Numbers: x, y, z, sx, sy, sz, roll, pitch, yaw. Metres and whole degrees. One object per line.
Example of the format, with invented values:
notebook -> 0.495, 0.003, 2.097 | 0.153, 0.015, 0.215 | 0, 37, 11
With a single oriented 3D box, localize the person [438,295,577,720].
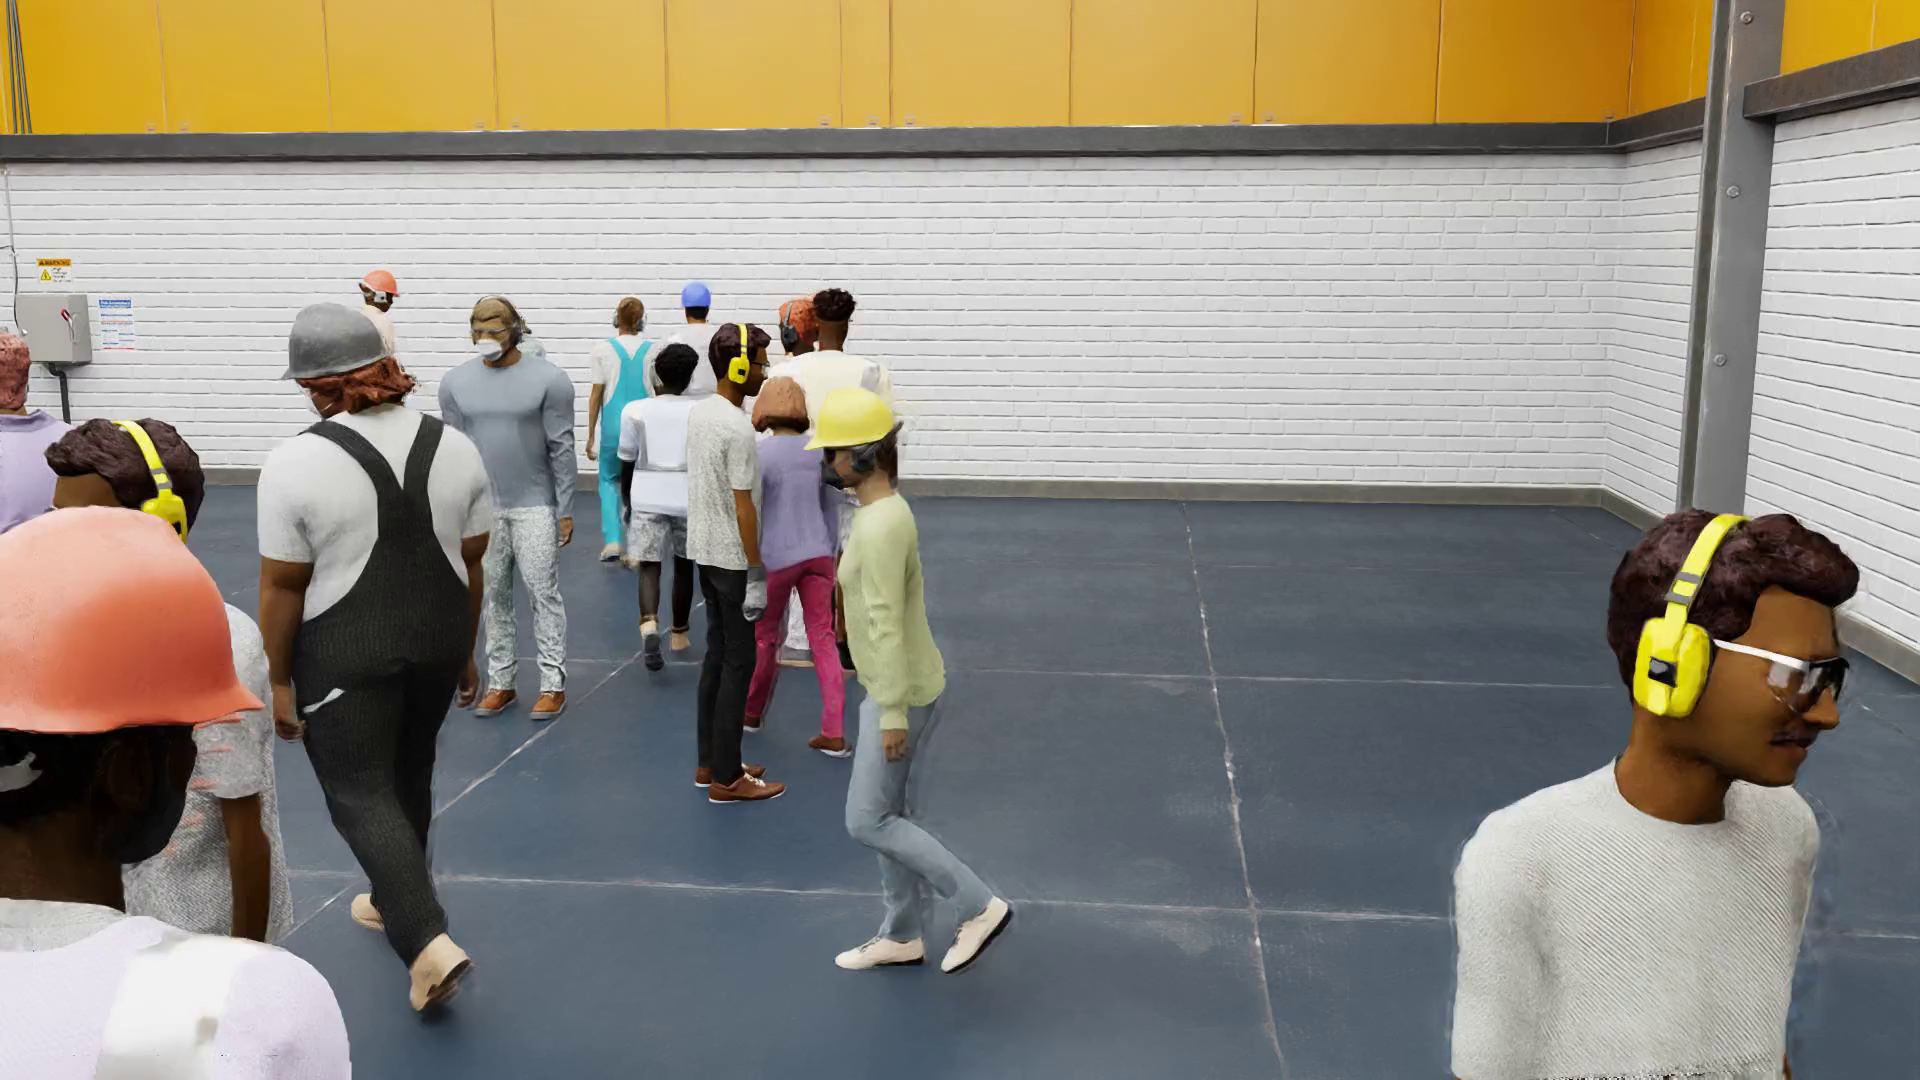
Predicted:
person -> -2.050, -0.141, 7.561 | 0.636, 1.928, 0.387 | 1, 10, 6

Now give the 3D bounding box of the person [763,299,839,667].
person -> -0.788, -0.291, 8.543 | 0.357, 1.880, 0.574 | 8, 12, 37

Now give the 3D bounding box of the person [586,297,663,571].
person -> -2.213, -0.696, 11.062 | 0.564, 1.812, 0.417 | -4, 11, -21

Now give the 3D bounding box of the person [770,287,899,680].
person -> -0.627, -0.271, 8.283 | 0.660, 1.952, 0.402 | -1, 10, -5

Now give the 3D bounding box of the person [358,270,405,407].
person -> -4.545, -1.097, 12.899 | 0.527, 1.966, 0.670 | -9, 14, -43

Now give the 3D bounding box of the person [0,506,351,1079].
person -> -0.775, 0.933, 1.441 | 0.553, 1.915, 0.670 | 2, 10, 14

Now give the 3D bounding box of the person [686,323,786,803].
person -> -0.873, 0.094, 6.416 | 0.345, 1.855, 0.534 | -6, 11, -30

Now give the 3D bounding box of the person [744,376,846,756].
person -> -0.749, 0.100, 7.125 | 0.515, 1.584, 0.808 | -8, 13, -39

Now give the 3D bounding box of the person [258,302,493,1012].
person -> -1.649, 0.288, 4.763 | 0.956, 2.000, 0.675 | 9, 14, 43

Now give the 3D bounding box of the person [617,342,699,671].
person -> -1.474, -0.169, 8.459 | 0.534, 1.663, 0.777 | -1, 10, -6

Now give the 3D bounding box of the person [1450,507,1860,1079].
person -> 0.758, 0.892, 1.860 | 0.581, 1.854, 0.349 | -4, 11, -22

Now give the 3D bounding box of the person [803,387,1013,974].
person -> -0.180, 0.434, 4.764 | 0.520, 1.743, 0.567 | -1, 10, -4

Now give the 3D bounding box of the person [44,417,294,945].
person -> -1.320, 0.714, 2.854 | 0.321, 1.861, 0.516 | -10, 14, -44

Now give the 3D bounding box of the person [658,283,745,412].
person -> -1.825, -0.852, 11.705 | 0.635, 1.887, 1.013 | -4, 11, -20
